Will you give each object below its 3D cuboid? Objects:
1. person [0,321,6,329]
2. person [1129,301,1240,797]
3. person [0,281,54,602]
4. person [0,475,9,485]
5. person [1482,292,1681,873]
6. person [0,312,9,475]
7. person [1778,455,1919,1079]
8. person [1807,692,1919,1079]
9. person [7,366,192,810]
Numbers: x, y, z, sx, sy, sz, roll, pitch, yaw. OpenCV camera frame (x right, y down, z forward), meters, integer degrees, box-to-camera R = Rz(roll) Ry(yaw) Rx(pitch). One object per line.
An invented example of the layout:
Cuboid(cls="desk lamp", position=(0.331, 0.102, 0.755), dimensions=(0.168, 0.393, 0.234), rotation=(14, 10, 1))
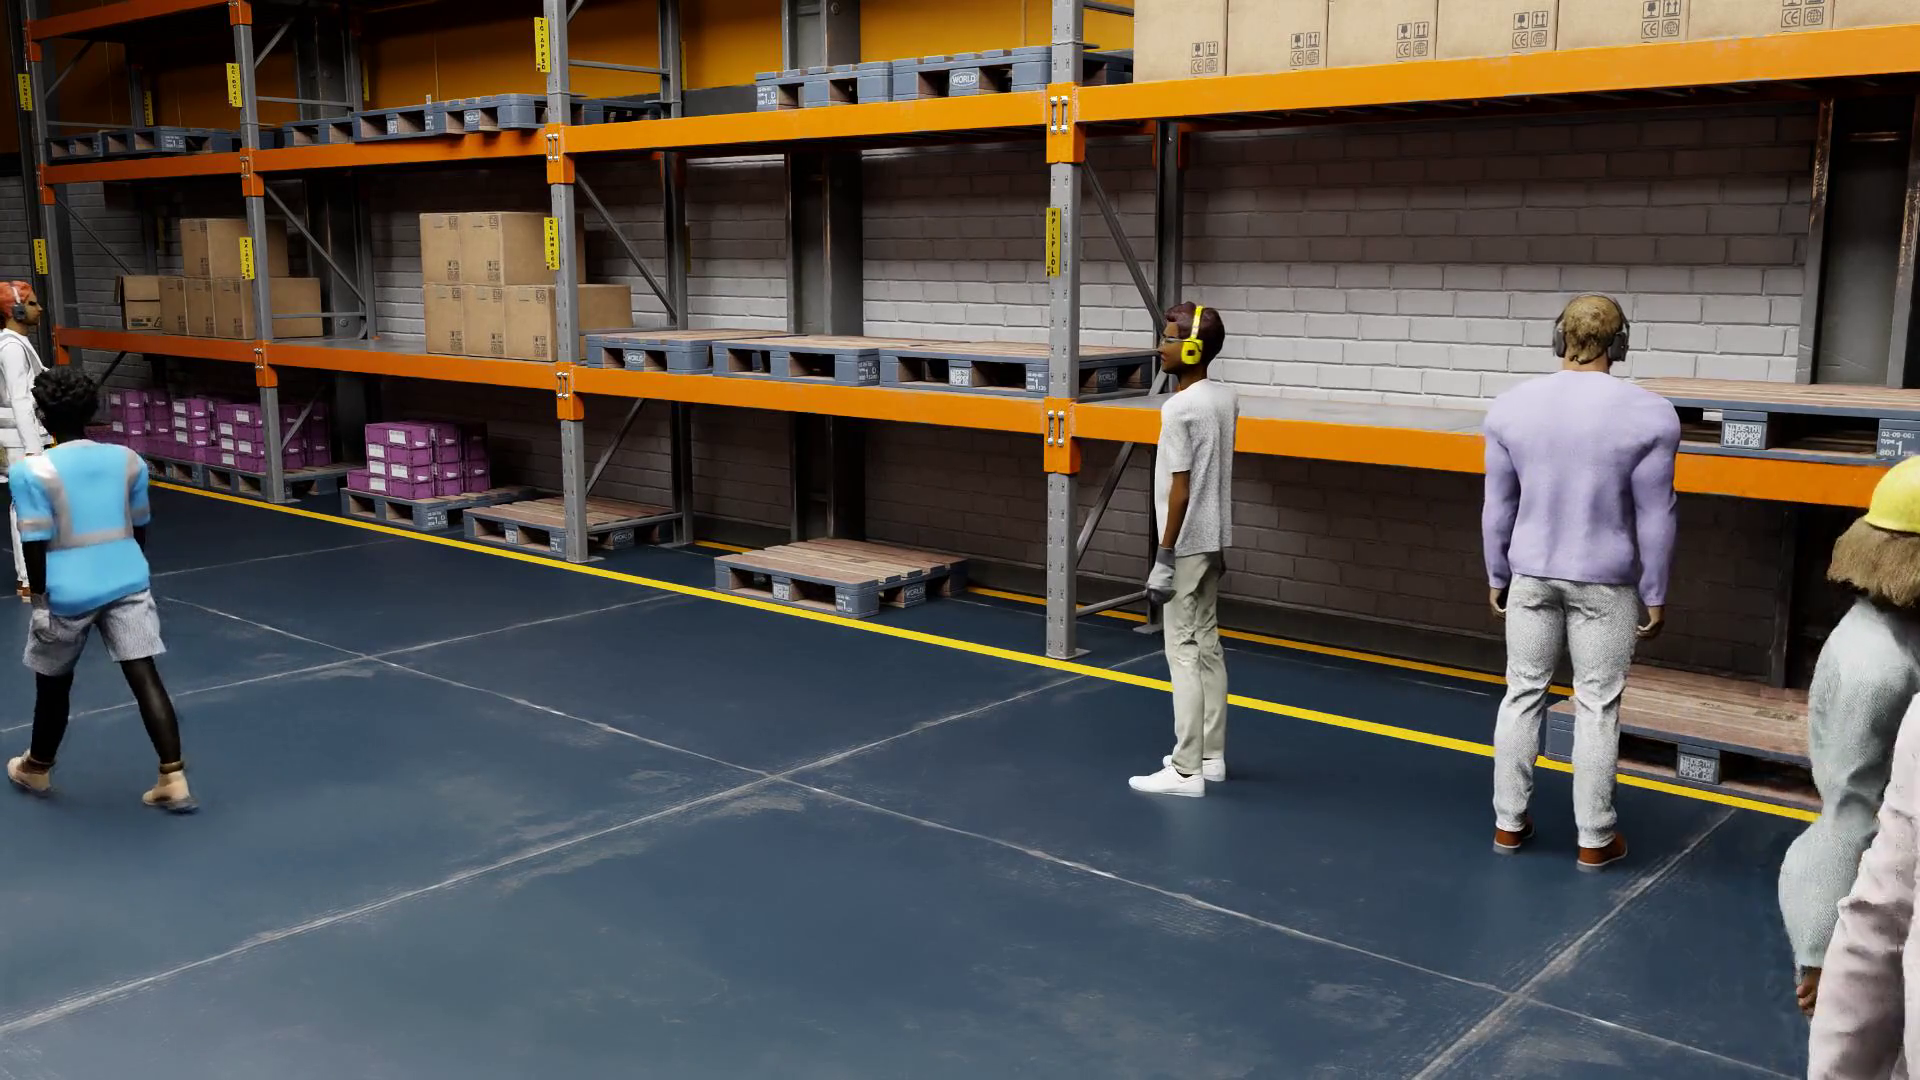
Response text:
Cuboid(cls="person", position=(-9.092, -1.637, 15.404), dimensions=(0.543, 2.000, 0.715), rotation=(6, 12, 30))
Cuboid(cls="person", position=(0.862, 0.039, 6.331), dimensions=(0.320, 1.876, 0.533), rotation=(6, 12, 33))
Cuboid(cls="person", position=(-5.490, -0.576, 9.805), dimensions=(0.352, 1.884, 0.580), rotation=(-6, 12, -32))
Cuboid(cls="person", position=(-8.663, -1.389, 14.521), dimensions=(0.826, 1.855, 0.721), rotation=(-3, 10, -18))
Cuboid(cls="person", position=(2.056, 0.143, 5.581), dimensions=(0.630, 1.931, 0.356), rotation=(7, 12, 34))
Cuboid(cls="person", position=(-8.792, -1.400, 15.298), dimensions=(0.649, 1.611, 0.283), rotation=(8, 13, 37))
Cuboid(cls="person", position=(1.618, 0.681, 3.089), dimensions=(0.511, 1.719, 0.497), rotation=(6, 12, 33))
Cuboid(cls="person", position=(1.404, 0.794, 2.087), dimensions=(0.996, 1.861, 0.660), rotation=(-3, 10, -17))
Cuboid(cls="person", position=(-3.222, 0.181, 6.157), dimensions=(0.907, 1.643, 0.546), rotation=(6, 12, 31))
